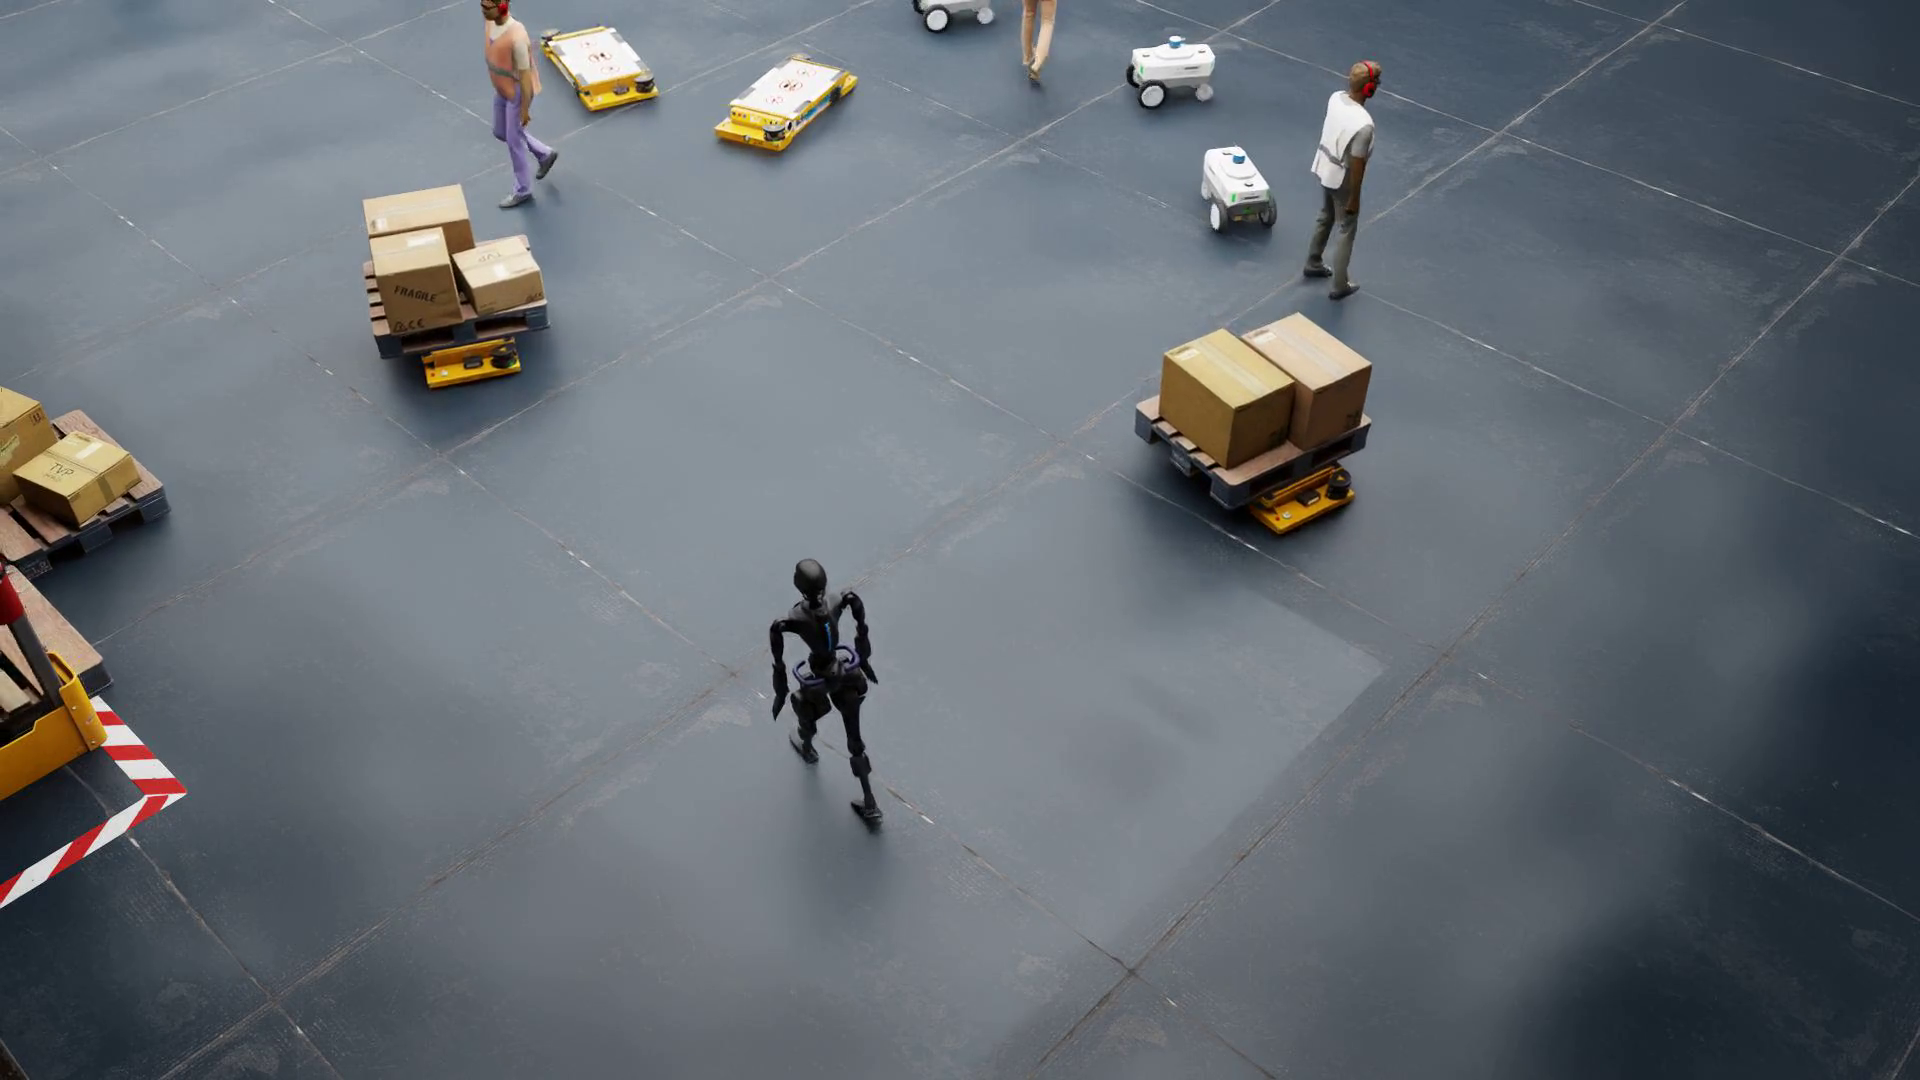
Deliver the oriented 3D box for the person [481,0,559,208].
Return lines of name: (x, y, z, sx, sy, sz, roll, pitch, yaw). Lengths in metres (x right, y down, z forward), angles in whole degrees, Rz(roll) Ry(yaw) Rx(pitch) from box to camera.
person: (-3.598, -3.584, 13.338, 0.593, 1.828, 0.608, -27, 49, -27)

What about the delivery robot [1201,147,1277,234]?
delivery robot: (2.244, -2.853, 13.494, 0.499, 0.610, 0.788, -9, 43, -10)

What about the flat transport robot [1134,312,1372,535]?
flat transport robot: (1.928, -0.599, 11.192, 0.659, 0.231, 1.431, -24, 47, -24)

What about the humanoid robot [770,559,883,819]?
humanoid robot: (-0.692, 0.739, 8.698, 0.601, 1.622, 0.836, -22, 46, -22)

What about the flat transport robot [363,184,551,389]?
flat transport robot: (-3.700, -1.644, 12.354, 0.659, 0.231, 1.431, -13, 44, -14)

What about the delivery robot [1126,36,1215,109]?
delivery robot: (1.908, -4.249, 15.039, 0.802, 0.600, 0.499, -6, 42, -7)

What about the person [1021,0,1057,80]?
person: (0.700, -5.013, 15.026, 0.563, 1.715, 0.688, 12, 43, 13)

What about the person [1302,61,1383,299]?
person: (2.830, -2.671, 12.332, 0.417, 1.834, 0.559, -12, 43, -13)

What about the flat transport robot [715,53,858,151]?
flat transport robot: (-1.544, -3.935, 14.900, 0.659, 0.231, 1.431, 18, 45, 19)

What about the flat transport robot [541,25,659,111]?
flat transport robot: (-3.359, -4.411, 15.429, 0.659, 0.231, 1.431, -20, 46, -21)

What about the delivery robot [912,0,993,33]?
delivery robot: (-0.089, -5.297, 16.211, 0.788, 0.610, 0.499, -10, 43, -11)
